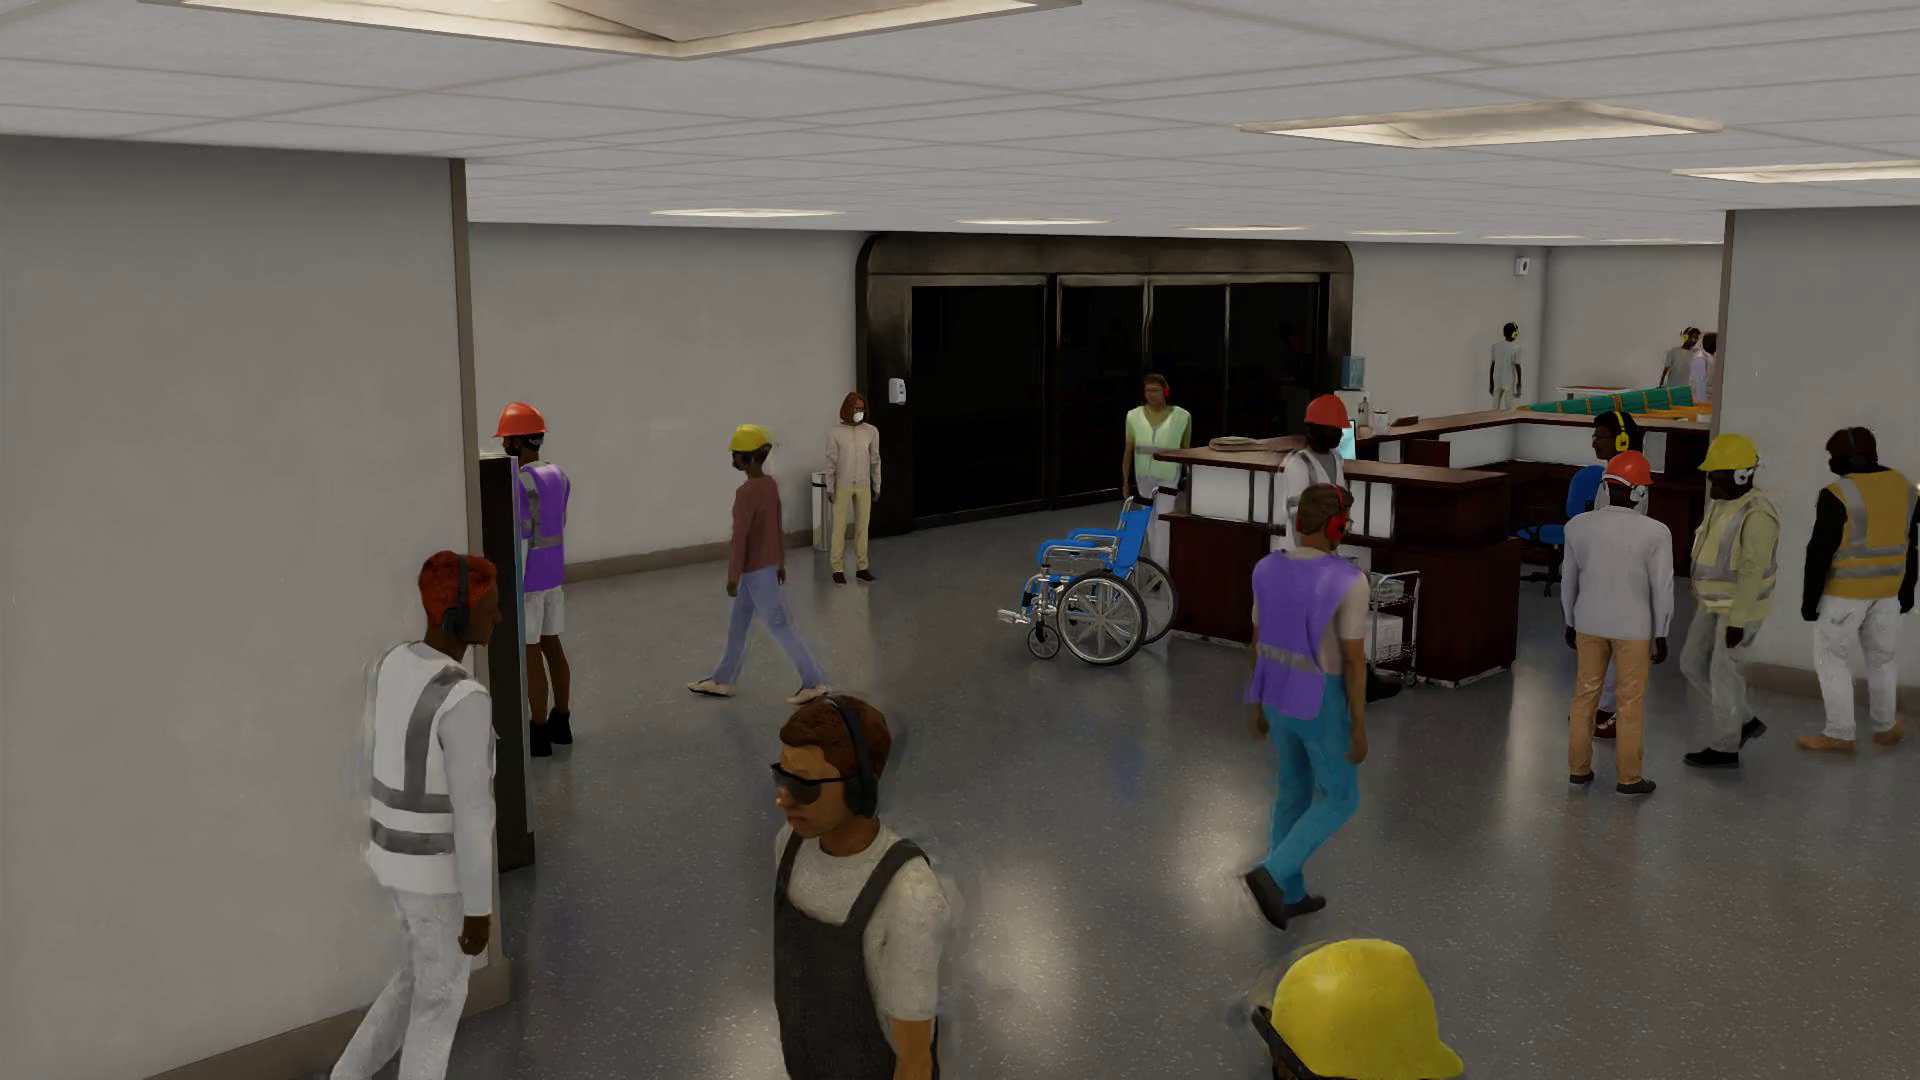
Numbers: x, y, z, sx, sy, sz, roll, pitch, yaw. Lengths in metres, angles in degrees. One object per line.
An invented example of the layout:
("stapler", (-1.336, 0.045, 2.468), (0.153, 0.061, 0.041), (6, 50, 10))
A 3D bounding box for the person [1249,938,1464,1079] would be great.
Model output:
("person", (0.469, 1.407, 2.367), (0.418, 1.750, 0.540), (-1, 9, -7))

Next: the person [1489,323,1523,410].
("person", (8.161, -2.318, 24.894), (0.349, 1.861, 0.519), (-9, 13, -42))

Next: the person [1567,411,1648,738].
("person", (3.719, 0.196, 9.473), (0.324, 1.861, 0.510), (0, 9, 0))

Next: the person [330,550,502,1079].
("person", (-1.576, 0.954, 4.799), (0.564, 1.861, 0.619), (-7, 12, -38))

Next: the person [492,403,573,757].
("person", (-2.356, 0.216, 9.100), (0.363, 1.934, 0.552), (3, 10, 16))

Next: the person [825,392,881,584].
("person", (-0.903, -0.440, 14.091), (0.504, 1.627, 0.285), (-5, 10, -26))

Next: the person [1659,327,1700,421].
("person", (10.386, -2.151, 23.978), (0.544, 1.820, 0.918), (-2, 9, -11))

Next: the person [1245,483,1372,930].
("person", (1.357, 0.679, 6.616), (0.502, 1.817, 0.591), (-6, 11, -34))

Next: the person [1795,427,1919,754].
("person", (5.016, 0.274, 9.169), (0.837, 1.812, 0.429), (-2, 10, -15))

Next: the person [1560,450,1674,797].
("person", (3.327, 0.418, 8.421), (0.568, 1.751, 0.329), (9, 13, 43))

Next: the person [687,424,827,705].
("person", (-1.225, 0.153, 10.139), (0.924, 1.724, 0.534), (2, 9, 12))

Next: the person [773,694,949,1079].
("person", (-0.305, 1.211, 3.333), (0.730, 1.821, 0.550), (-8, 12, -41))

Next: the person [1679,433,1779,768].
("person", (4.036, 0.337, 8.746), (0.432, 1.807, 0.604), (0, 9, 3))

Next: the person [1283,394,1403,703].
("person", (2.243, 0.077, 10.069), (0.575, 1.891, 0.949), (-9, 13, -42))

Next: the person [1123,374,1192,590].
("person", (1.646, -0.504, 13.991), (0.567, 1.783, 1.005), (3, 10, 20))
